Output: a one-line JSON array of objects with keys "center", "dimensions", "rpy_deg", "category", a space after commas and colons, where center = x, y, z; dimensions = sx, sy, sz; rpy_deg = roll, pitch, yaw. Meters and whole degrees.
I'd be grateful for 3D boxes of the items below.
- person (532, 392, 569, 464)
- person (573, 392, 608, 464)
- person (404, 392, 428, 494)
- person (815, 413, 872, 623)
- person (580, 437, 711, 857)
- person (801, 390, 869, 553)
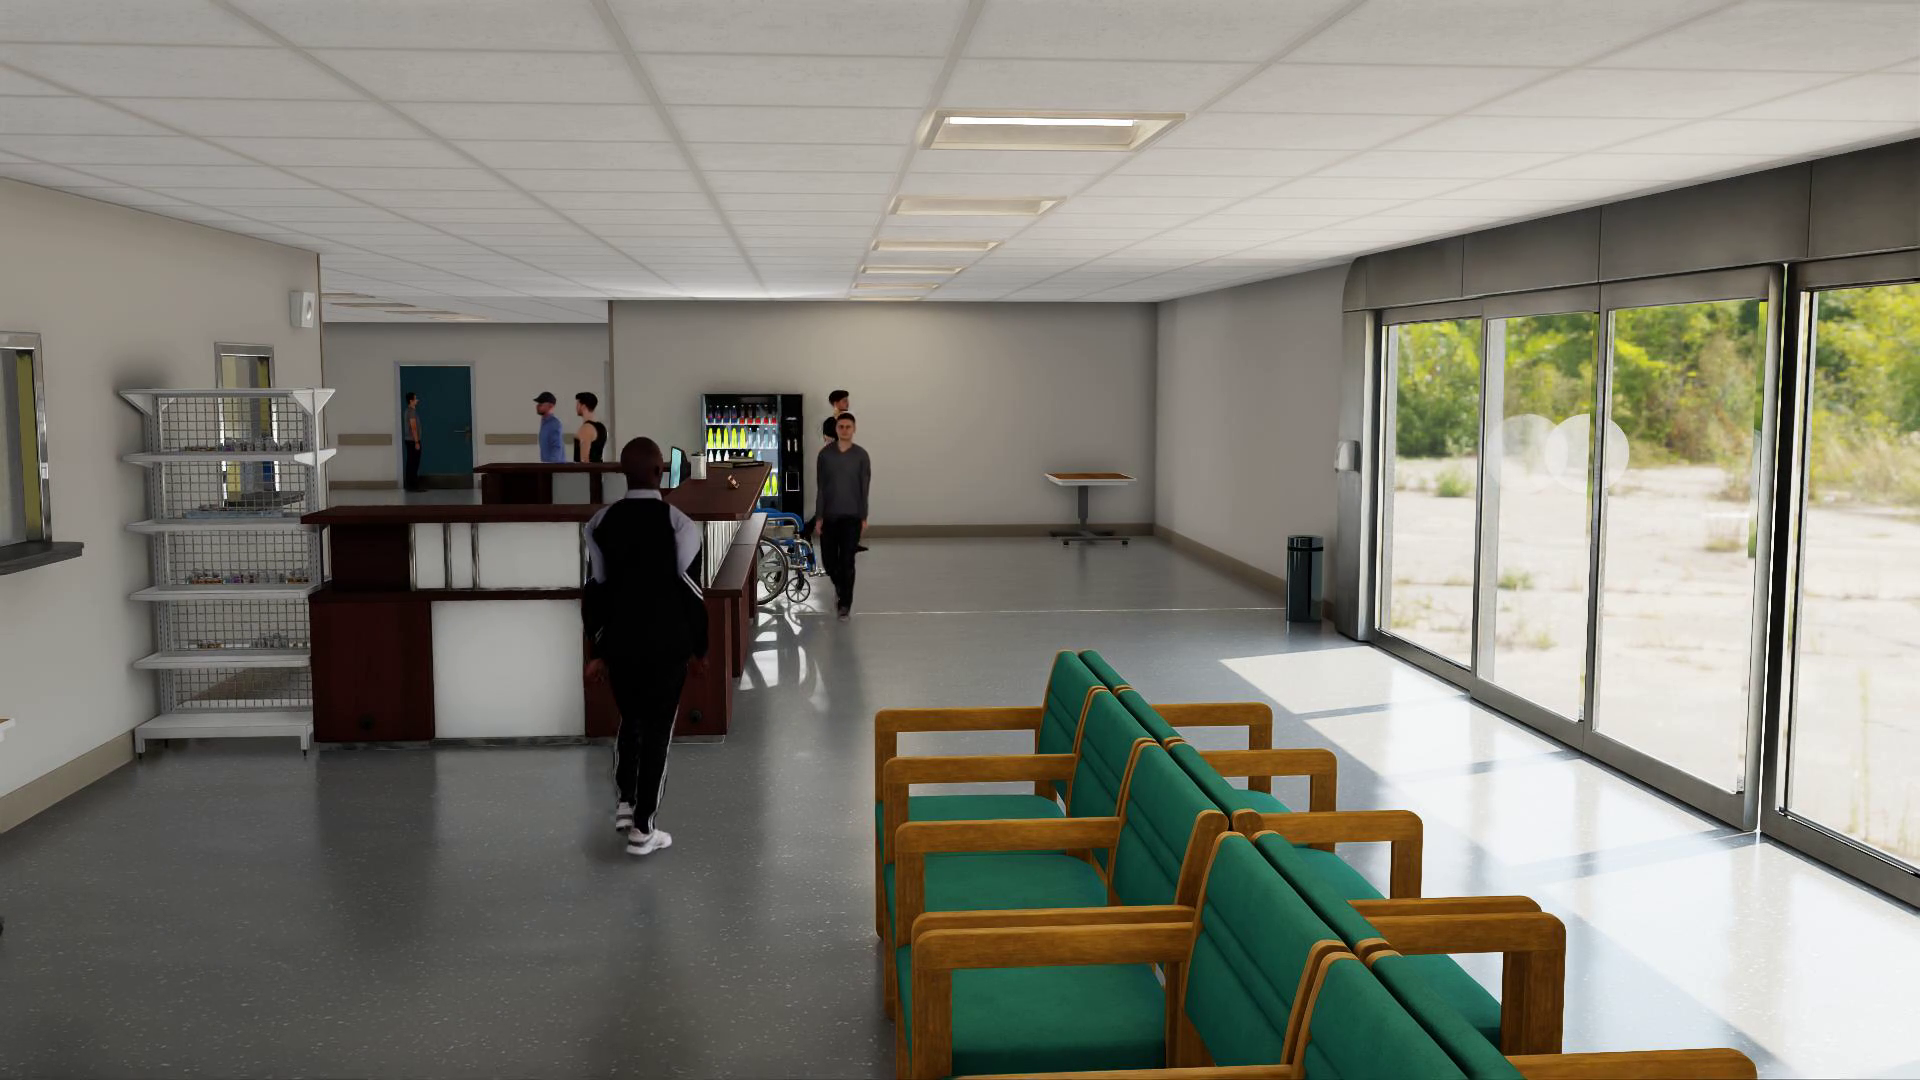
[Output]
[{"center": [-4.624, -0.766, 19.262], "dimensions": [1.049, 1.851, 0.921], "rpy_deg": [-4, 7, -34], "category": "person"}, {"center": [-3.892, -0.627, 17.817], "dimensions": [1.216, 1.864, 0.885], "rpy_deg": [1, 6, 10], "category": "person"}, {"center": [-9.631, -1.724, 29.261], "dimensions": [0.690, 1.755, 0.694], "rpy_deg": [-3, 7, -30], "category": "person"}, {"center": [-0.996, -0.188, 14.079], "dimensions": [0.922, 1.739, 0.761], "rpy_deg": [0, 6, 3], "category": "person"}, {"center": [-1.391, 0.469, 7.160], "dimensions": [0.687, 1.815, 0.816], "rpy_deg": [1, 6, 13], "category": "person"}, {"center": [-1.490, -0.778, 19.283], "dimensions": [1.234, 1.870, 0.960], "rpy_deg": [2, 6, 17], "category": "person"}]
